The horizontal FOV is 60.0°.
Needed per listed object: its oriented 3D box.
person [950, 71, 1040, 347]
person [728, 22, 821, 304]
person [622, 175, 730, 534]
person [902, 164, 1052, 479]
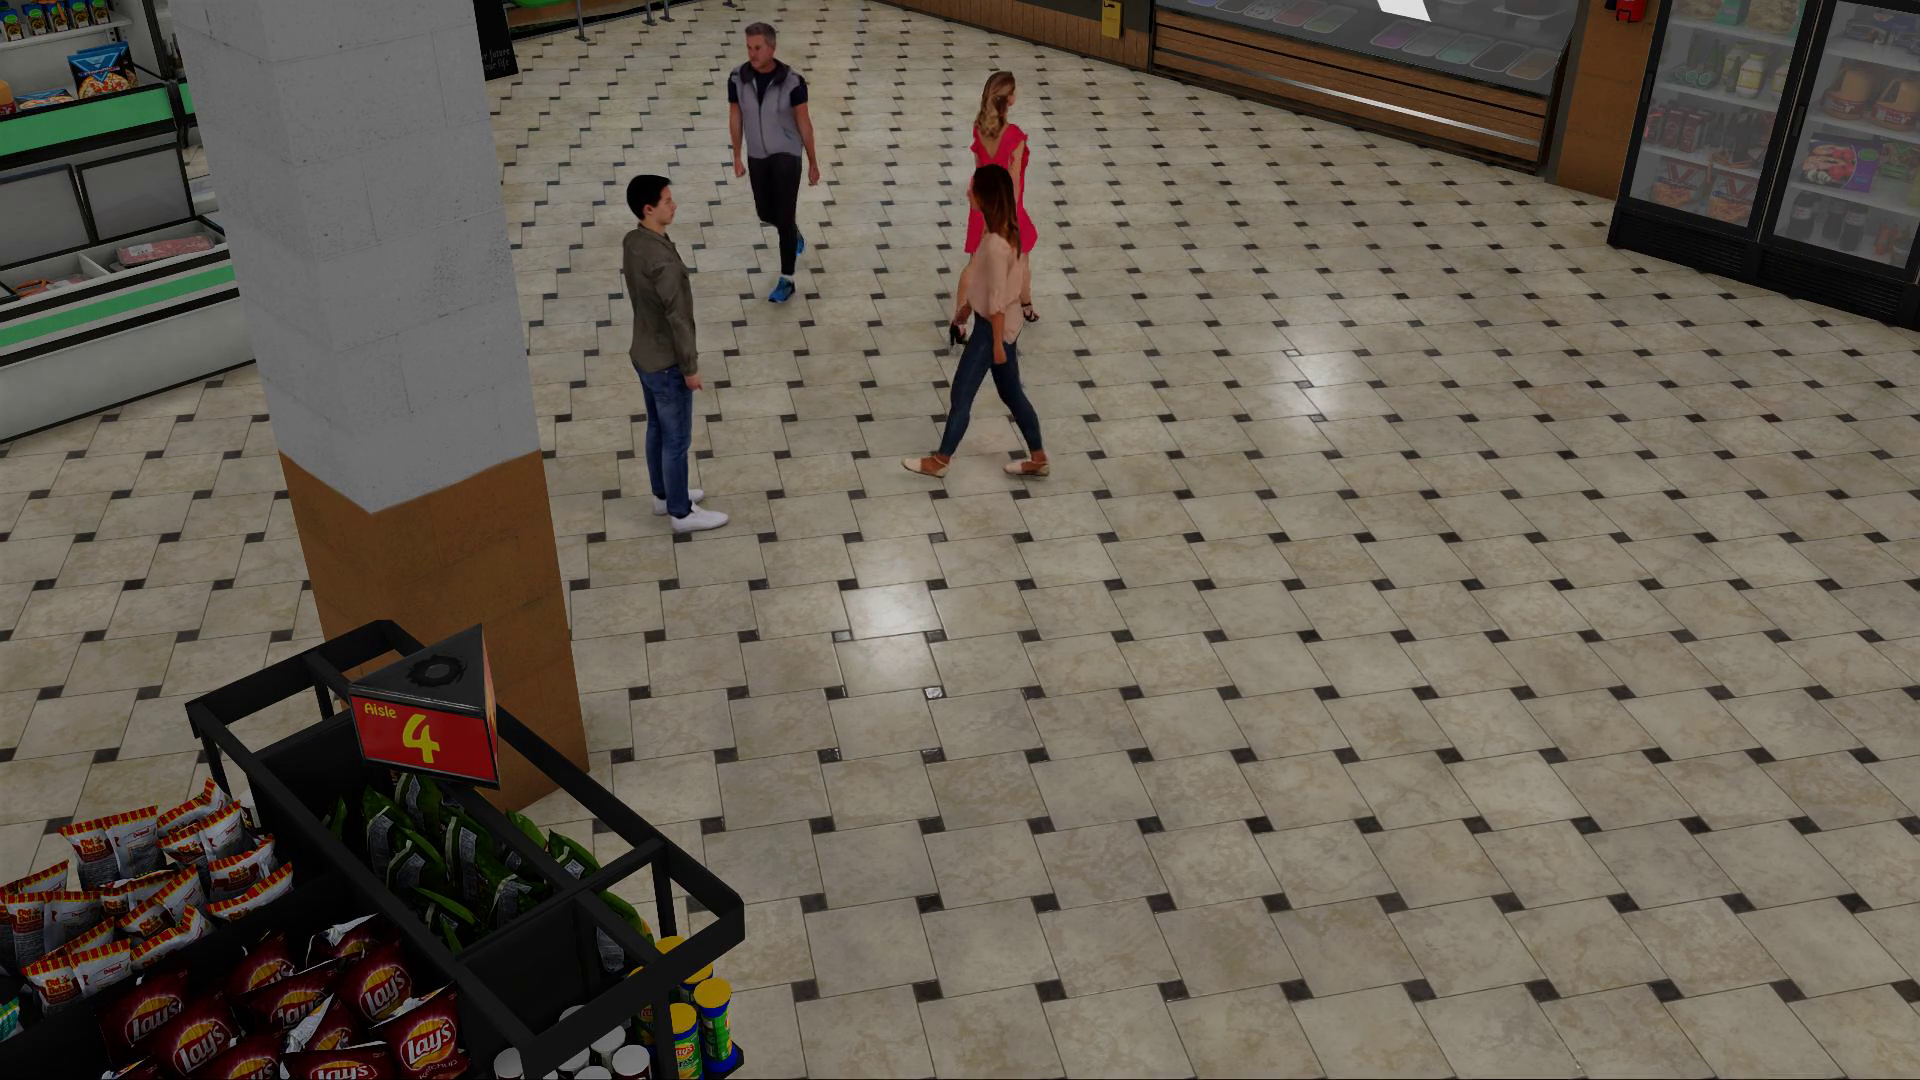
[{"bbox_3d":[0.159,-1.969,10.164,0.597,1.679,1.009,27,41,36],"label":"person"},{"bbox_3d":[-1.177,-2.514,10.934,1.061,1.791,1.227,7,33,11],"label":"person"},{"bbox_3d":[-1.490,-0.912,8.286,0.698,1.868,0.764,-16,35,-24],"label":"person"},{"bbox_3d":[0.257,-1.080,8.670,1.018,1.748,1.052,5,32,8],"label":"person"}]
